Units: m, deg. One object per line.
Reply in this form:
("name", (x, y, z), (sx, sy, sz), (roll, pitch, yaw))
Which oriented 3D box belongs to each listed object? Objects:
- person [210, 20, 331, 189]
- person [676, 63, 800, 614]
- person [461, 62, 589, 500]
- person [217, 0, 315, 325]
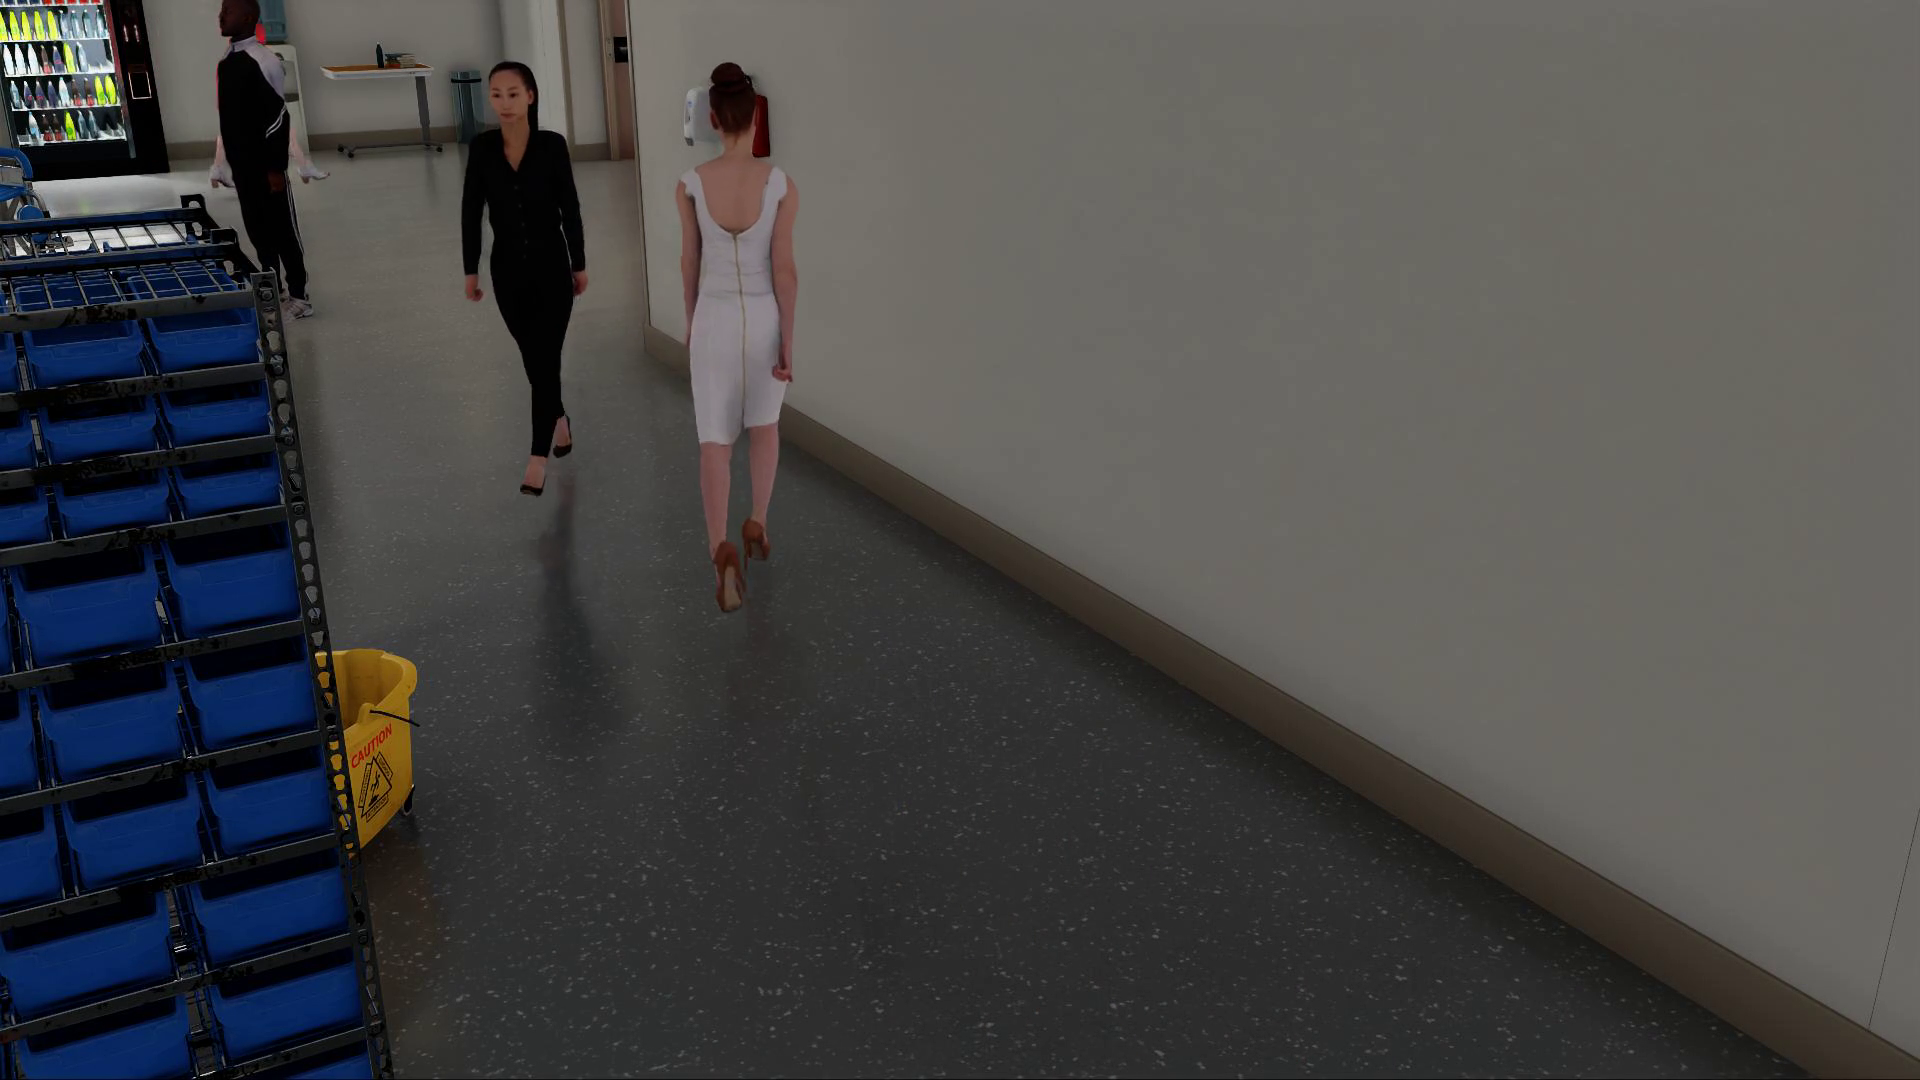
("person", (-5.949, -3.739, 13.714), (1.170, 1.761, 0.628), (-13, 24, -31))
("person", (-0.734, -0.594, 5.416), (1.106, 1.757, 1.031), (0, 21, 1))
("person", (-1.725, -1.039, 6.728), (1.087, 1.660, 0.993), (0, 21, -1))
("person", (-4.012, -2.197, 9.547), (0.734, 1.828, 0.687), (16, 26, 36))
